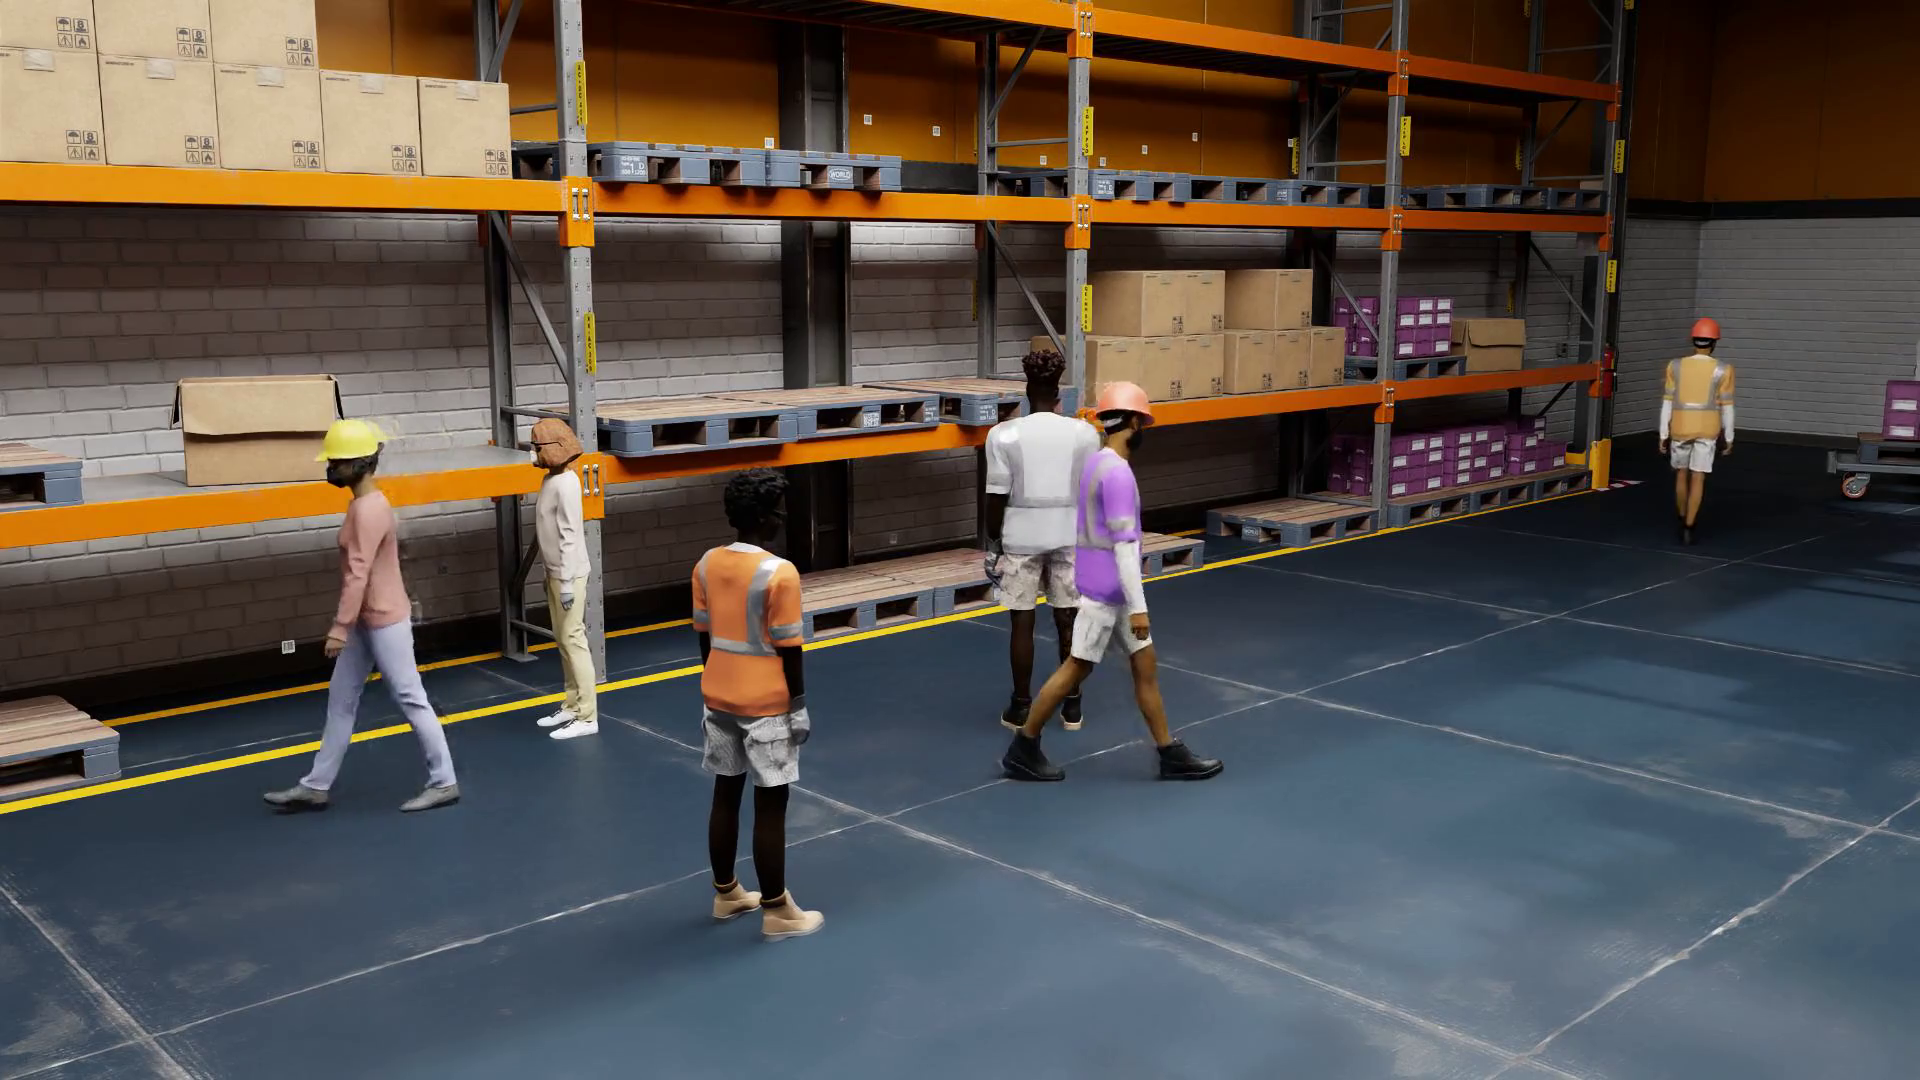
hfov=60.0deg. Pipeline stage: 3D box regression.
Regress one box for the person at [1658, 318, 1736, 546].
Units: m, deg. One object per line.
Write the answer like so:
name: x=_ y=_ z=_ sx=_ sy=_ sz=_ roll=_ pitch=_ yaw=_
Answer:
person: x=6.290 y=-0.924 z=14.148 sx=0.568 sy=1.900 sz=0.872 roll=7 pitch=12 yaw=35

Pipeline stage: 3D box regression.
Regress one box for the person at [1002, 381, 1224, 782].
person: x=0.671 y=0.211 z=7.636 sx=1.035 sy=1.865 sz=0.607 roll=0 pitch=10 yaw=2

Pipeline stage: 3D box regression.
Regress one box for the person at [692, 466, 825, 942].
person: x=-0.738 y=0.581 z=5.953 sx=0.533 sy=1.692 sz=0.322 roll=9 pitch=13 yaw=42

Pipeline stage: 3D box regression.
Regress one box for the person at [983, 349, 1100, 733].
person: x=0.419 y=0.010 z=8.499 sx=0.613 sy=1.963 sz=0.362 roll=-2 pitch=10 yaw=-10

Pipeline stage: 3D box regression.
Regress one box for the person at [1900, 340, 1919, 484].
person: x=10.385 y=-1.535 z=17.783 sx=0.587 sy=1.882 sz=0.341 roll=-4 pitch=10 yaw=-21

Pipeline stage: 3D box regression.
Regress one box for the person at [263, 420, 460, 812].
person: x=-2.618 y=0.356 z=7.169 sx=0.877 sy=1.730 sz=0.540 roll=-5 pitch=11 yaw=-25

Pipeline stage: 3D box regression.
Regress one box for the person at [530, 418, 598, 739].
person: x=-2.022 y=0.191 z=8.442 sx=0.282 sy=1.625 sz=0.492 roll=-4 pitch=10 yaw=-22
